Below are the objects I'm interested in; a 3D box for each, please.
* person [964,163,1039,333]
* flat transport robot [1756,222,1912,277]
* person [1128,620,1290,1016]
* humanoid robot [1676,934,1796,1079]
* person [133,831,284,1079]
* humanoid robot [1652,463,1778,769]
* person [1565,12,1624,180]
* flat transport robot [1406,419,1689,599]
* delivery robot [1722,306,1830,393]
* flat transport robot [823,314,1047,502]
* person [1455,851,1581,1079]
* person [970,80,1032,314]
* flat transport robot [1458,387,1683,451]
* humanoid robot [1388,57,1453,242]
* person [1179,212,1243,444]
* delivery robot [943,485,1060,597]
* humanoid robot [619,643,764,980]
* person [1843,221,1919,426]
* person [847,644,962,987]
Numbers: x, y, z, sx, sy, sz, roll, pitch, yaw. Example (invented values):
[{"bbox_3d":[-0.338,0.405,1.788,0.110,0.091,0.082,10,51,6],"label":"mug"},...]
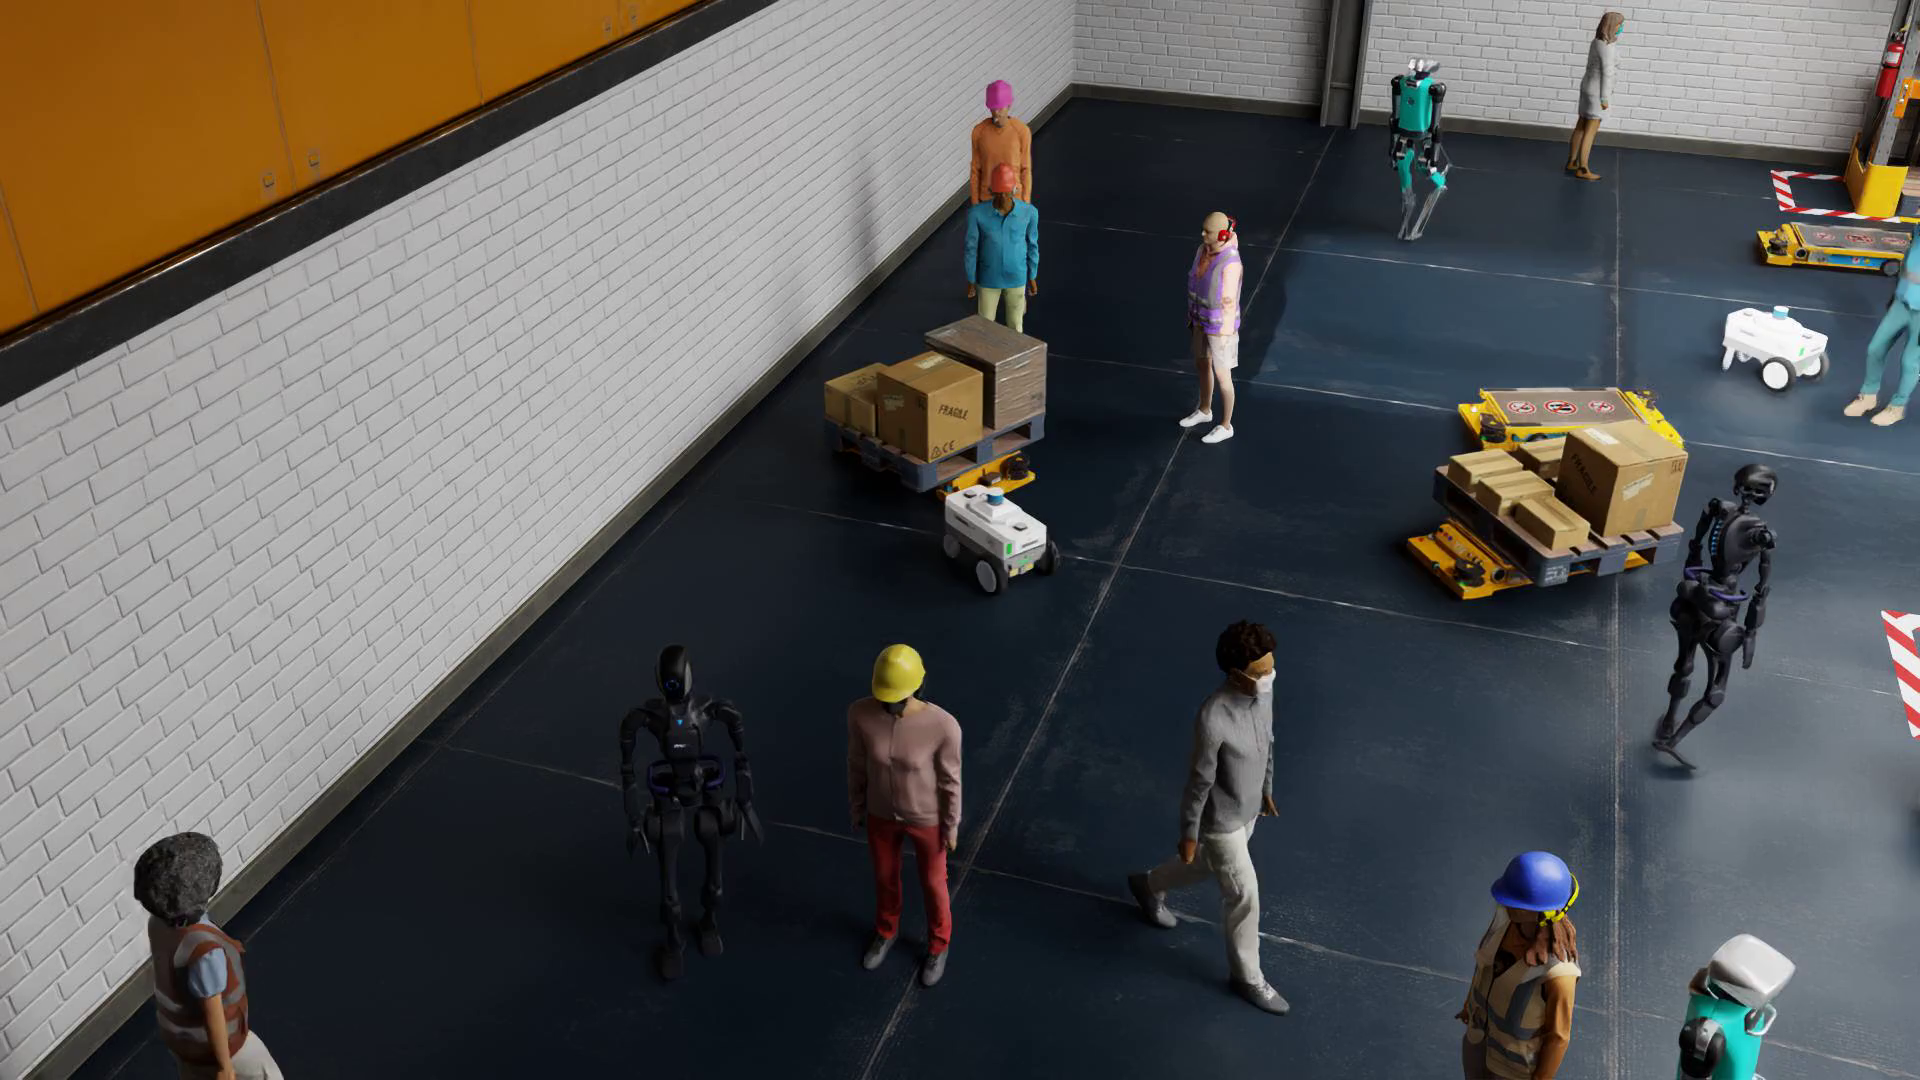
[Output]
[{"bbox_3d":[0.316,-1.992,12.548,0.571,1.749,0.330,-3,31,-5],"label":"person"},{"bbox_3d":[8.065,-2.642,15.120,1.431,0.231,0.659,7,31,13],"label":"flat transport robot"},{"bbox_3d":[1.114,1.115,7.157,0.893,1.864,0.546,23,38,34],"label":"person"},{"bbox_3d":[2.645,2.110,5.531,0.691,1.739,0.542,24,38,35],"label":"humanoid robot"},{"bbox_3d":[-2.841,1.830,6.132,0.441,1.657,0.708,21,37,32],"label":"person"},{"bbox_3d":[3.858,0.374,8.606,0.463,1.647,0.589,-10,32,-16],"label":"humanoid robot"},{"bbox_3d":[6.508,-4.540,16.974,0.342,1.658,0.485,-1,30,-1],"label":"person"},{"bbox_3d":[3.643,0.030,10.574,1.431,0.231,0.659,-10,32,-16],"label":"flat transport robot"},{"bbox_3d":[6.326,-1.525,12.916,0.500,0.573,0.744,-18,35,-27],"label":"delivery robot"},{"bbox_3d":[-0.208,-0.622,11.684,0.659,0.231,1.431,-26,39,-37],"label":"flat transport robot"},{"bbox_3d":[1.968,1.829,6.024,0.321,1.776,0.481,-8,31,-14],"label":"person"},{"bbox_3d":[0.334,-2.823,13.752,0.517,1.974,0.403,4,31,7],"label":"person"},{"bbox_3d":[4.433,-0.872,12.109,1.431,0.231,0.659,0,30,-1],"label":"flat transport robot"},{"bbox_3d":[4.249,-3.493,15.233,0.721,1.908,0.544,-24,38,-35],"label":"humanoid robot"},{"bbox_3d":[1.796,-1.517,11.810,0.353,1.685,0.486,-14,33,-23],"label":"person"},{"bbox_3d":[0.233,-0.026,10.406,0.499,0.614,0.808,-21,36,-31],"label":"delivery robot"},{"bbox_3d":[-1.160,1.183,7.225,0.600,1.658,0.419,-6,31,-9],"label":"humanoid robot"},{"bbox_3d":[6.837,-1.635,11.861,0.491,1.833,0.567,-13,33,-20],"label":"person"},{"bbox_3d":[-0.239,1.183,7.145,0.524,1.758,0.338,10,32,16],"label":"person"}]
